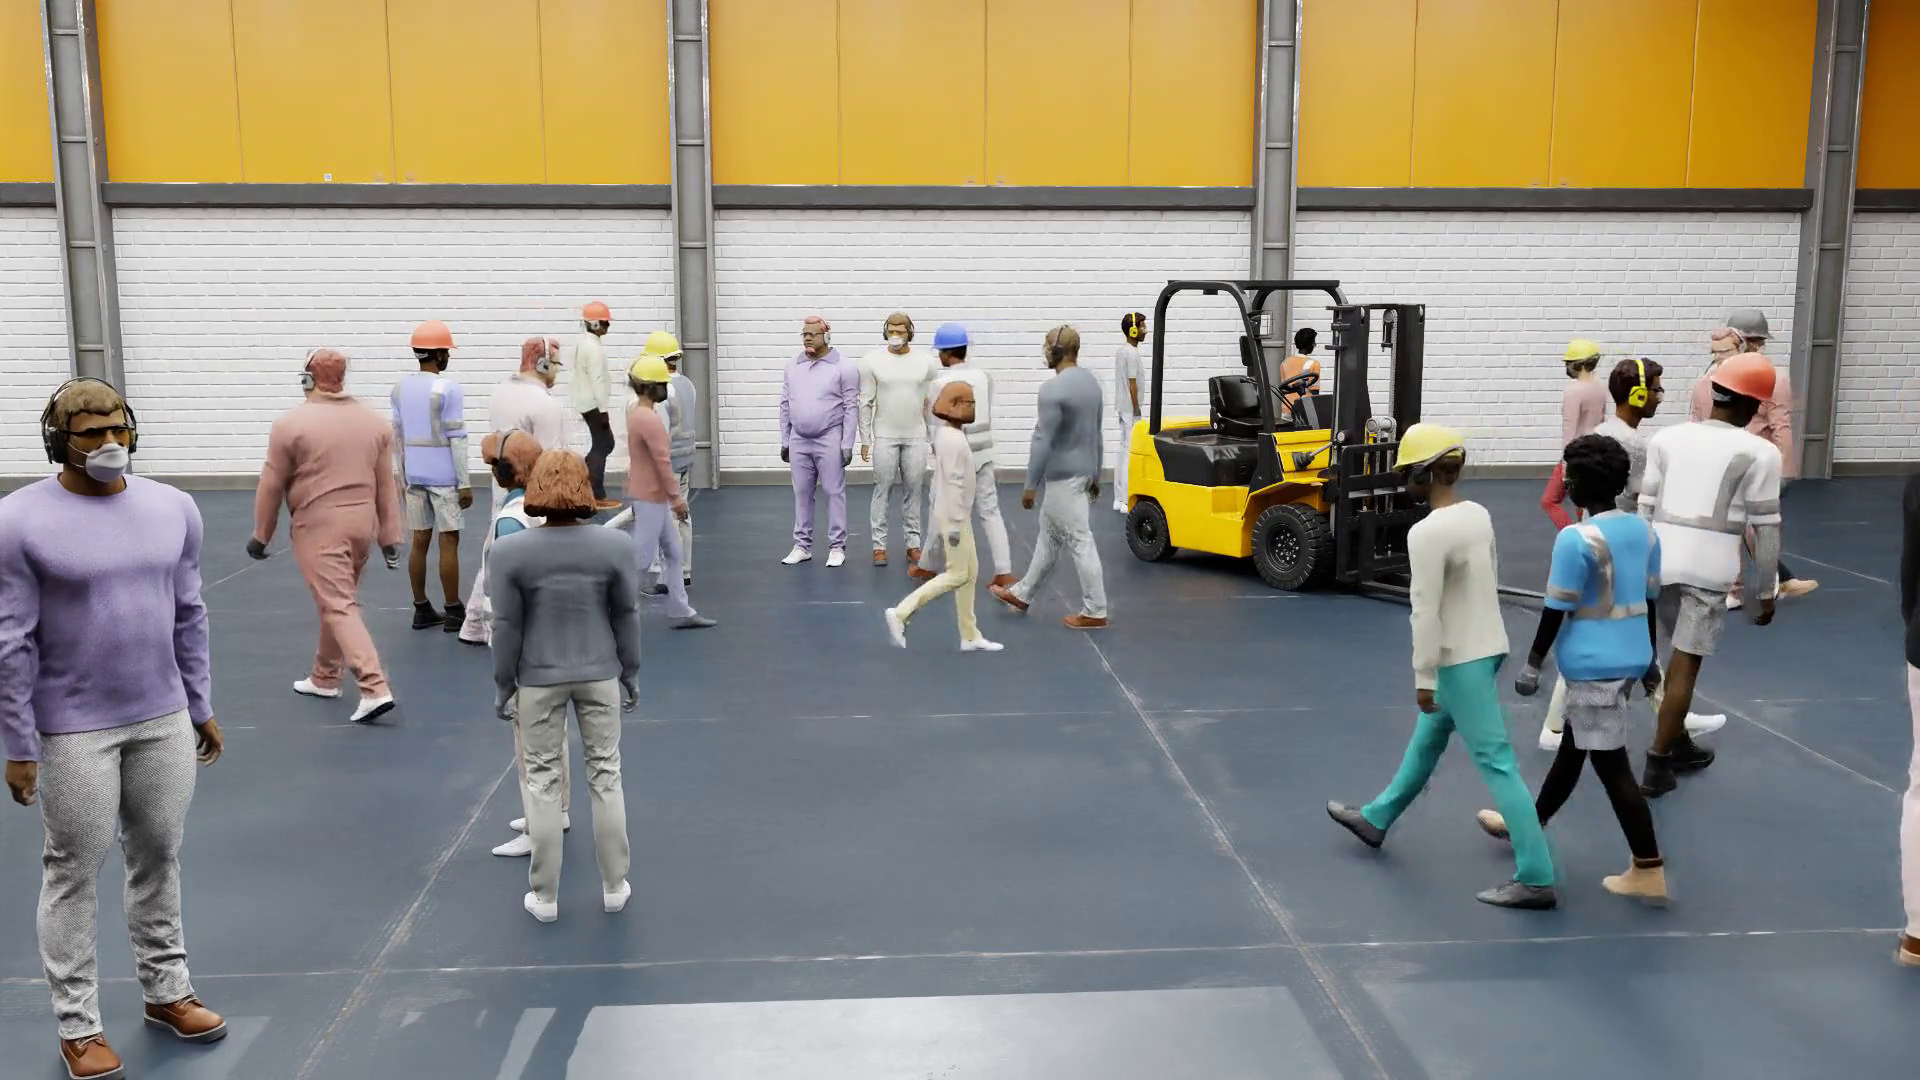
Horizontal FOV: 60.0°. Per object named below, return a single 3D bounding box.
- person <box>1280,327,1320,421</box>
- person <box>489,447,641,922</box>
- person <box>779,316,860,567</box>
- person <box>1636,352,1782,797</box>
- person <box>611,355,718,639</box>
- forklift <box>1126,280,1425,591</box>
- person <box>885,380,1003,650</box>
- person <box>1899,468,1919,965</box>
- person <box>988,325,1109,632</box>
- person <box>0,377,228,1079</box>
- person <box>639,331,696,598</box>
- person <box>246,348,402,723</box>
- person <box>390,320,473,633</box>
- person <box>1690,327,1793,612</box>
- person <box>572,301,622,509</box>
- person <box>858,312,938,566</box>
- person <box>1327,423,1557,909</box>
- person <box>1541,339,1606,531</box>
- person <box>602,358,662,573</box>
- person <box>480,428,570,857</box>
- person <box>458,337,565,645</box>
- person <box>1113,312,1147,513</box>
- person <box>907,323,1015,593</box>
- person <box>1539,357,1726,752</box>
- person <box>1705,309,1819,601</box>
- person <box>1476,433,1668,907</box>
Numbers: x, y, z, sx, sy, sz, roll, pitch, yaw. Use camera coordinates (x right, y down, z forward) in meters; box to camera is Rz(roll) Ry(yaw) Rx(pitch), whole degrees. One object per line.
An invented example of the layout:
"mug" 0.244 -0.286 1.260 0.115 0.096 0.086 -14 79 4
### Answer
"person" 3.443 -1.294 16.785 0.318 1.691 0.527 -6 11 -31
"person" -1.348 0.495 5.721 0.507 1.633 0.276 -3 10 -20
"person" -1.093 -0.747 12.672 0.642 1.909 0.408 3 10 20
"person" 3.200 0.147 7.123 0.744 1.883 0.554 -7 11 -38
"person" -1.929 -0.264 10.171 0.835 1.731 0.526 -3 10 -19
"forklift" 2.301 -0.860 12.475 1.214 2.155 2.313 -6 11 -35
"person" -0.091 -0.125 9.680 0.640 1.614 0.506 -1 9 -4
"person" 3.409 0.386 5.465 0.967 1.940 0.605 -9 13 -43
"person" 0.544 -0.386 10.420 0.957 1.896 0.656 5 10 28
"person" -2.364 0.516 4.640 0.368 1.939 0.632 6 11 33
"person" -2.035 -0.520 11.472 0.403 1.833 0.591 2 9 11
"person" -3.137 -0.036 8.381 1.003 1.862 0.632 6 11 31
"person" -3.257 -0.394 10.351 0.545 1.939 0.373 5 10 27
"person" 5.136 -0.460 10.948 0.527 1.879 0.688 -7 12 -38
"person" -3.435 -1.266 15.702 0.446 1.974 0.641 -4 10 -23
"person" -0.466 -0.770 12.716 0.637 1.936 0.355 -3 9 -15
"person" 1.770 0.425 6.047 1.029 1.665 0.533 8 12 40
"person" 4.503 -0.587 12.139 0.551 1.749 0.387 -7 12 -39
"person" -2.424 -0.538 12.297 0.658 1.614 0.525 -1 9 -7
"person" -1.661 0.389 6.377 0.307 1.636 0.525 0 9 -1
"person" -2.518 -0.240 9.685 0.819 1.859 0.544 9 13 44
"person" 1.611 -1.185 15.535 0.329 1.872 0.507 -1 9 -9
"person" 0.023 -0.565 11.638 0.602 1.892 1.038 -7 12 -38
"person" 3.150 0.090 7.638 0.937 1.828 0.512 1 9 7
"person" 5.274 -0.586 11.235 0.994 2.000 0.694 6 11 32
"person" 2.258 0.436 6.017 0.543 1.646 0.846 -8 12 -40
